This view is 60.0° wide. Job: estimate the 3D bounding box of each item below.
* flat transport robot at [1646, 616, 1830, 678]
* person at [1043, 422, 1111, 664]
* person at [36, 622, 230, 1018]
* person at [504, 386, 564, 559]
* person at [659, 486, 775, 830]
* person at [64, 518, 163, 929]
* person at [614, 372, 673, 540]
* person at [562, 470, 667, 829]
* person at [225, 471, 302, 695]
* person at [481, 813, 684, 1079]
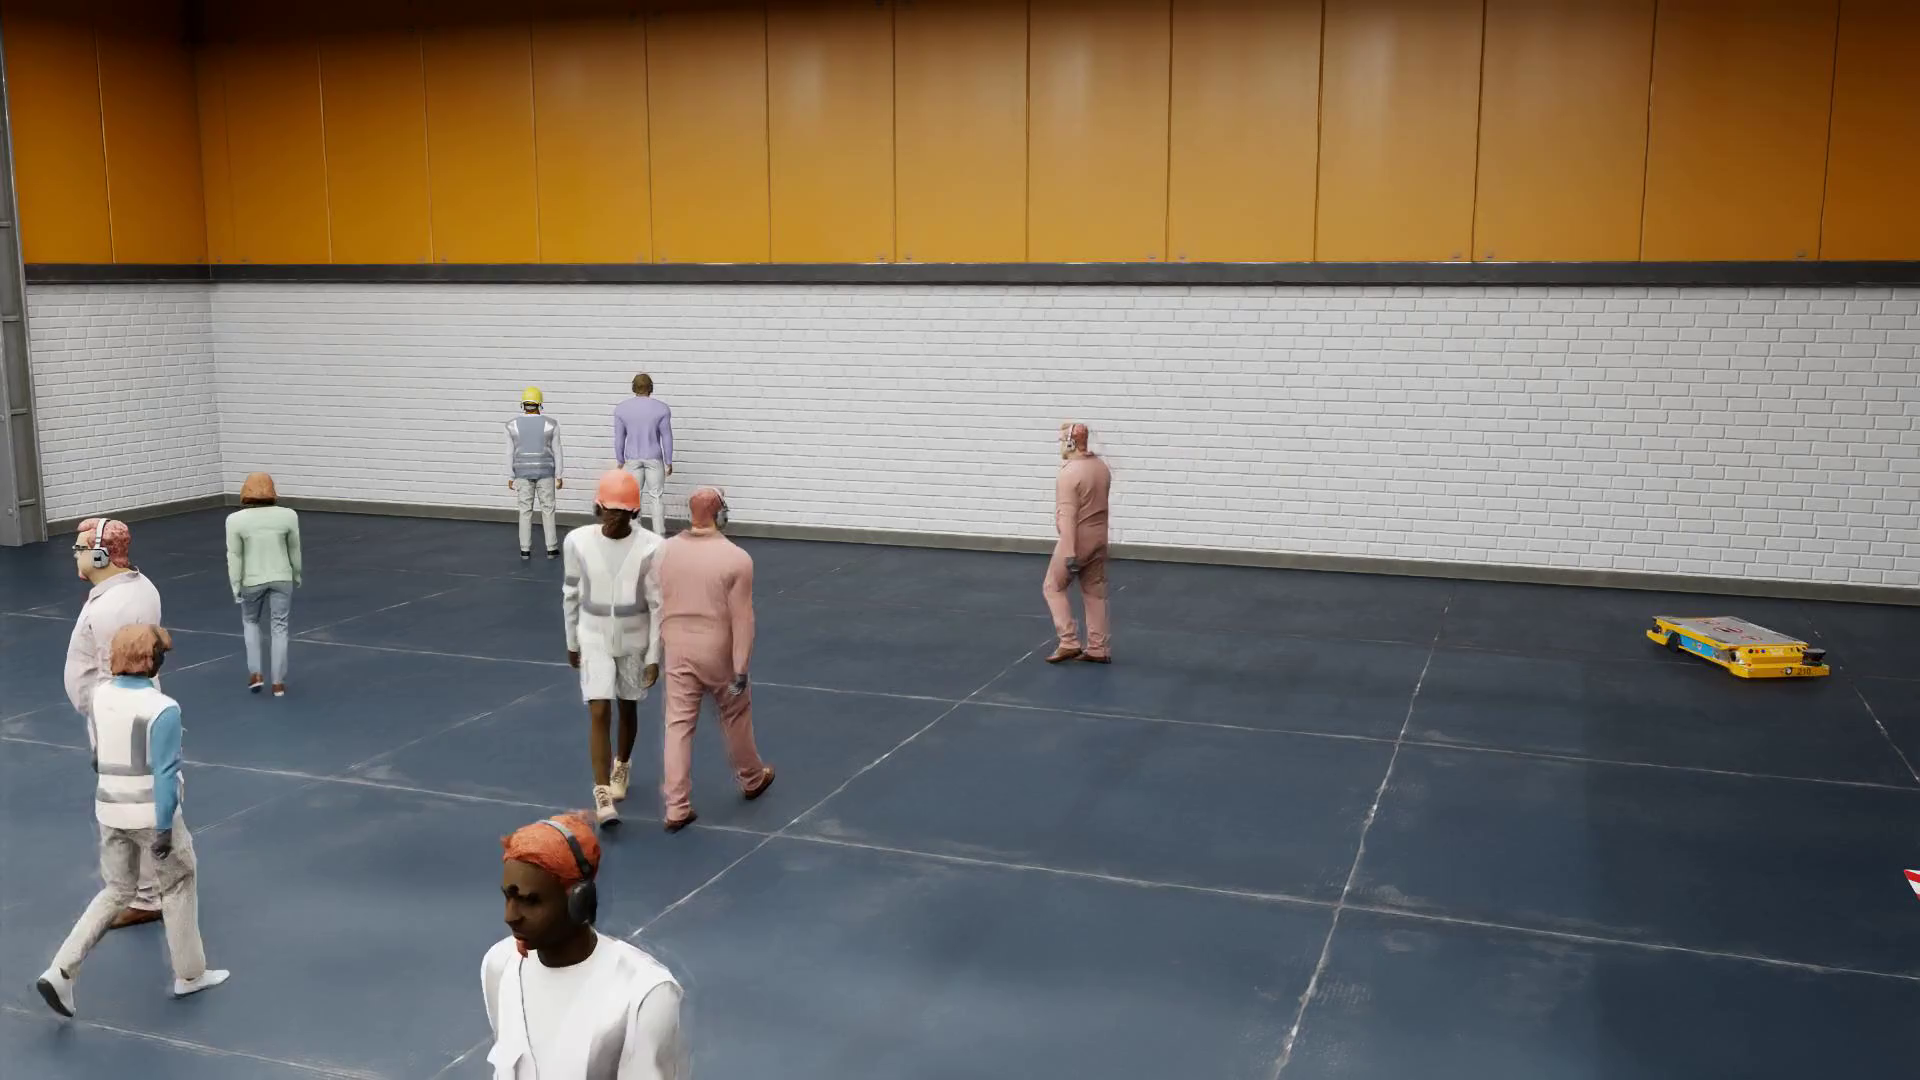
[{"bbox_3d":[6.048,0.814,12.995,0.652,0.197,1.431,-1,9,-7],"label":"flat transport robot"},{"bbox_3d":[0.909,0.033,12.868,0.556,1.889,0.642,7,12,39],"label":"person"},{"bbox_3d":[-3.409,1.145,6.767,0.522,1.616,0.679,4,10,24],"label":"person"},{"bbox_3d":[-4.490,-0.705,17.588,0.599,1.832,0.404,-1,9,-9],"label":"person"},{"bbox_3d":[-1.394,0.622,9.287,0.650,1.856,0.968,2,9,15],"label":"person"},{"bbox_3d":[-3.930,0.843,7.751,0.407,1.910,0.639,-3,9,-15],"label":"person"},{"bbox_3d":[-3.466,-0.868,18.273,0.635,1.936,0.352,0,9,-1],"label":"person"},{"bbox_3d":[-1.894,0.583,9.178,0.612,1.965,1.023,-1,9,-6],"label":"person"},{"bbox_3d":[-5.008,0.304,11.998,0.505,1.615,0.499,-5,10,-27],"label":"person"},{"bbox_3d":[-0.818,1.505,3.830,0.578,1.857,0.909,5,10,27],"label":"person"}]
